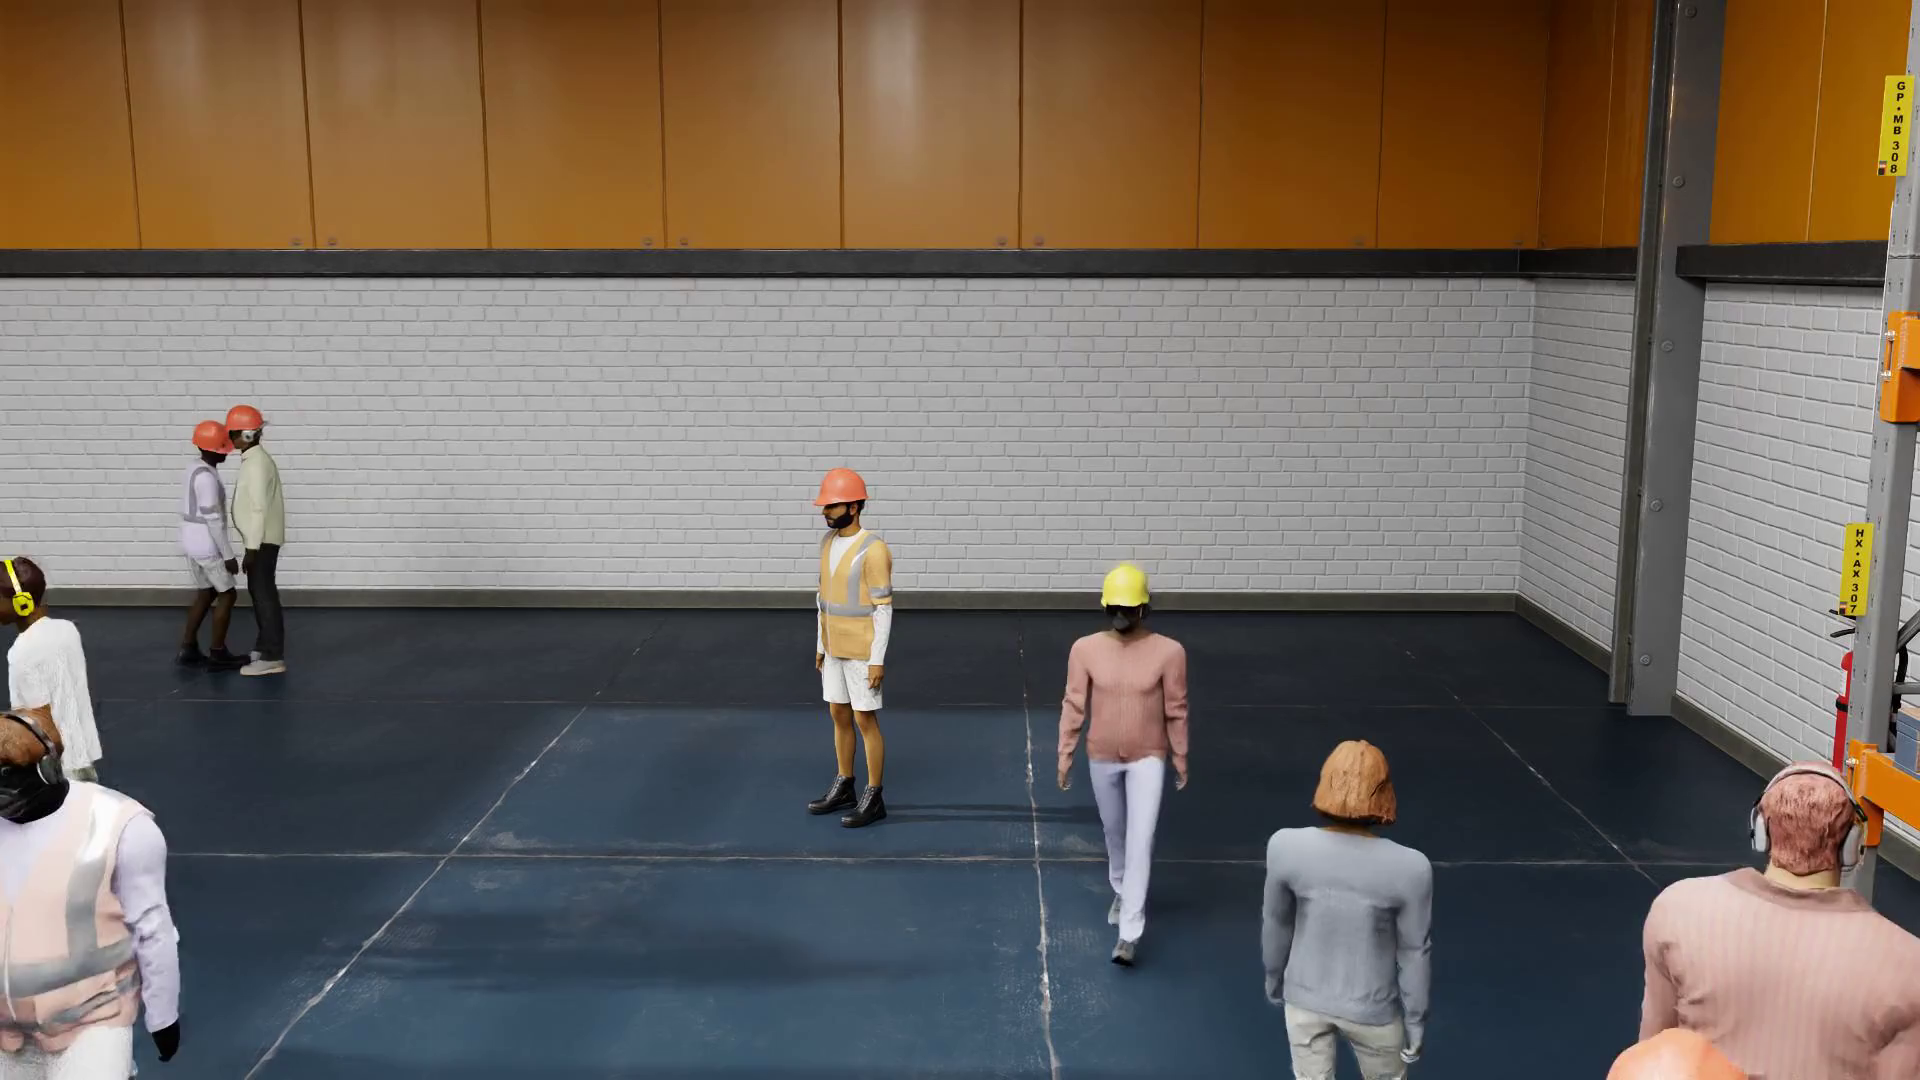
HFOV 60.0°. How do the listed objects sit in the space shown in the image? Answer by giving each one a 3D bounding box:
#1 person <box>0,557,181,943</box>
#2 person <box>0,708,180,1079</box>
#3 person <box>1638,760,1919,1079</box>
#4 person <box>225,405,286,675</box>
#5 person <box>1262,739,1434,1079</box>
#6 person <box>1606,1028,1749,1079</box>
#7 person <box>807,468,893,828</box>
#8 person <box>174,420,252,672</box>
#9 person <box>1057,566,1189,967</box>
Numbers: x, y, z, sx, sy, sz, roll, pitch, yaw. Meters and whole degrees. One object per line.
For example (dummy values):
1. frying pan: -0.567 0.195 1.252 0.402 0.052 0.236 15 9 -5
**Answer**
1. person: -3.727 0.954 7.025 0.572 1.828 0.549 0 9 1
2. person: -2.546 1.372 4.553 0.643 1.806 0.824 0 9 1
3. person: 1.913 1.436 3.912 0.648 1.891 0.442 7 12 35
4. person: -5.174 -0.003 12.233 0.398 1.994 0.617 -5 11 -26
5. person: 1.151 1.388 4.997 0.523 1.626 0.343 4 10 23
6. person: 1.037 1.657 2.575 0.553 1.897 0.878 4 10 24
7. person: -0.608 0.575 8.940 0.362 1.935 0.553 -8 12 -40
8. person: -5.545 0.053 12.196 0.546 1.893 0.616 -6 11 -32
9. person: 0.705 0.960 7.292 0.555 1.714 0.930 3 10 17
